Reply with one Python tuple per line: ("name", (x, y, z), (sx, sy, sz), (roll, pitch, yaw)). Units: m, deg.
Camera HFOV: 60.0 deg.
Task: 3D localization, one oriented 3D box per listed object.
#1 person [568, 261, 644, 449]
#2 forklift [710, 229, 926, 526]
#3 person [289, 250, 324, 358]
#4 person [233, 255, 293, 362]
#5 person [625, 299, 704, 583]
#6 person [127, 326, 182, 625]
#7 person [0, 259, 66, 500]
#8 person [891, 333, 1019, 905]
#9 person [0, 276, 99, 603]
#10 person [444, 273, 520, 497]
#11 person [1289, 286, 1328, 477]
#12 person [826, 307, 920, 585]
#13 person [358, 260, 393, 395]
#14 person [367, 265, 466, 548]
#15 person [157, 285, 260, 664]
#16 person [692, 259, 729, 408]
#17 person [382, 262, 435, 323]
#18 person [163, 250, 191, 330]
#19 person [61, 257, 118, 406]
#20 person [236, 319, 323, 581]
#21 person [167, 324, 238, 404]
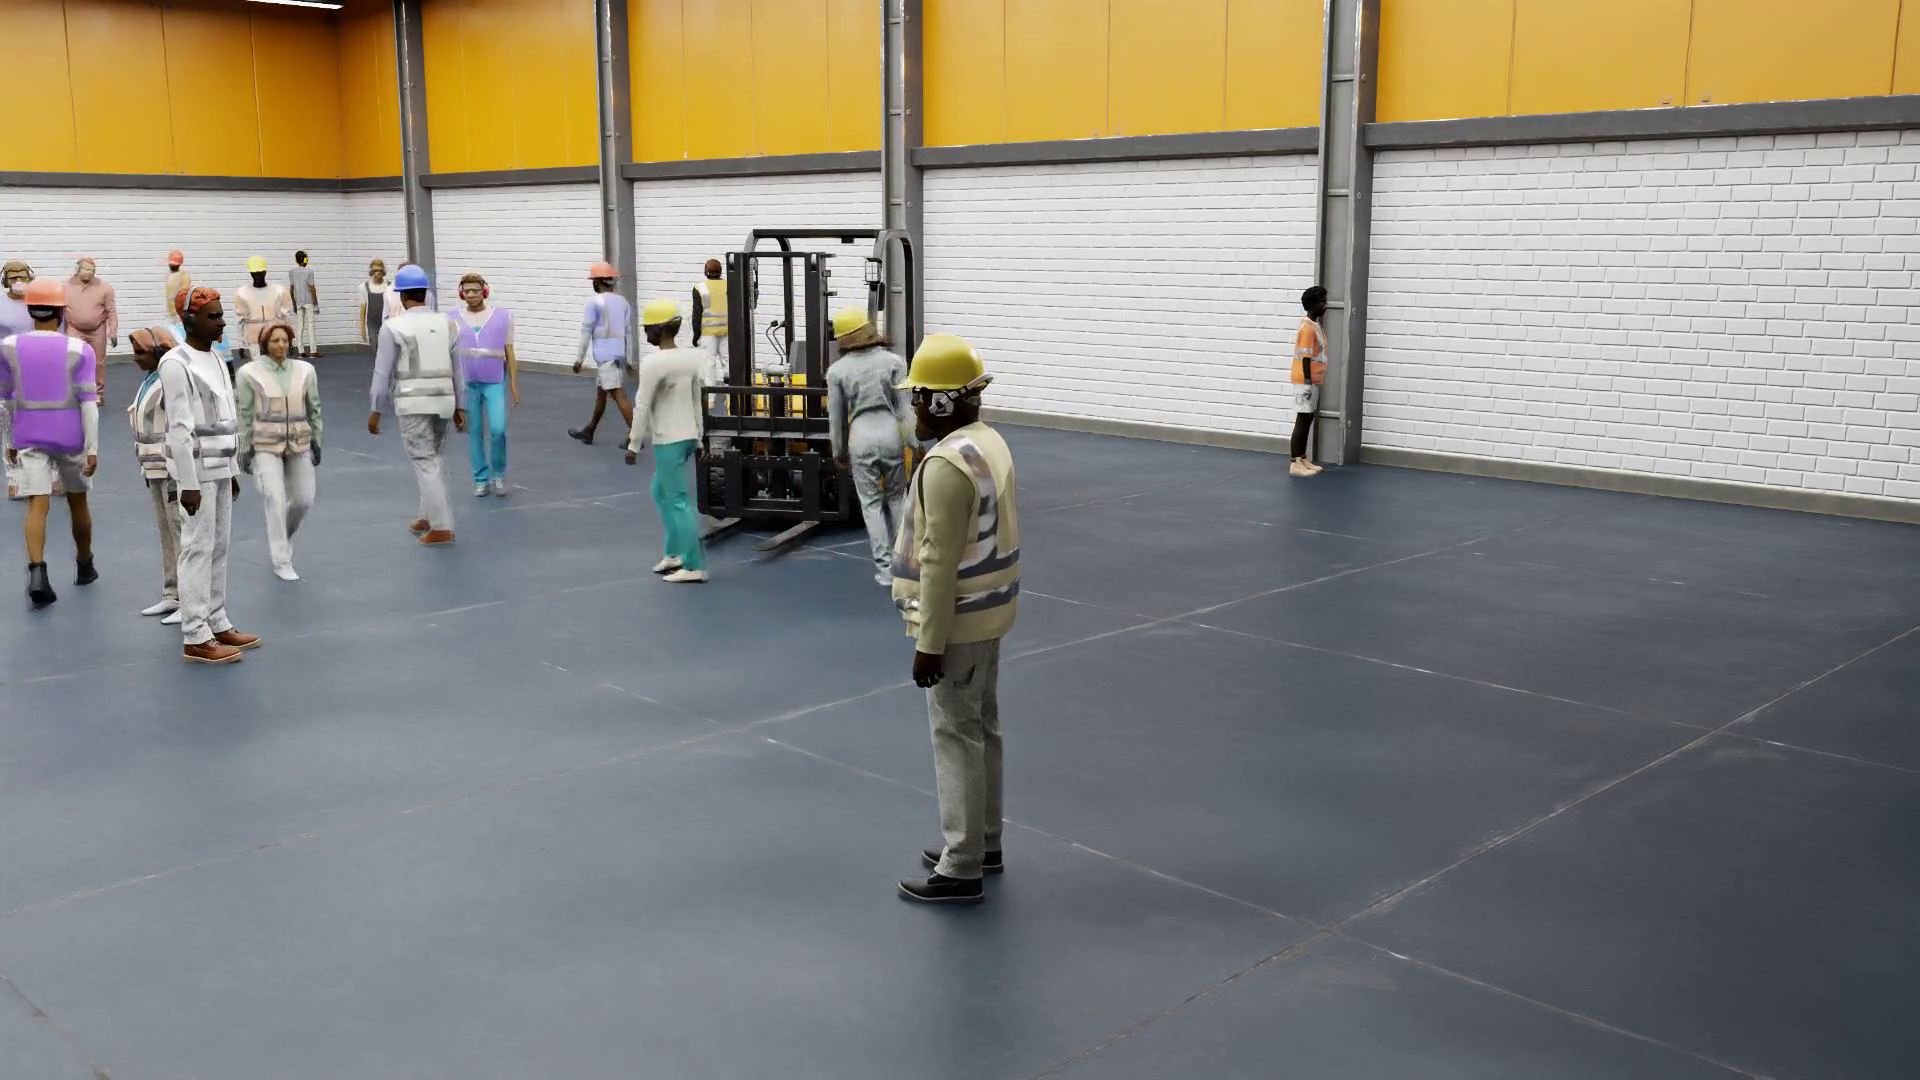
("person", (-3.568, -1.848, 16.703), (1.040, 1.874, 0.549), (5, 12, 26))
("forklift", (-1.050, -1.319, 12.920), (1.214, 2.155, 2.313), (2, 11, 13))
("person", (-11.421, -4.110, 29.020), (0.512, 1.874, 0.328), (2, 11, 12))
("person", (-7.954, -2.294, 19.006), (0.605, 1.908, 0.424), (-4, 11, -23))
("person", (-1.828, -0.600, 10.236), (0.604, 1.745, 0.529), (4, 11, 19))
("person", (-4.383, -0.358, 9.196), (0.309, 1.638, 0.513), (-9, 14, -41))
("person", (-7.572, -1.297, 13.496), (0.635, 1.937, 0.353), (-9, 14, -40))
("person", (-0.018, 0.253, 5.369), (0.403, 1.825, 0.592), (3, 11, 14))
("person", (-5.364, -0.602, 9.819), (0.543, 1.904, 0.960), (-4, 11, -20))
("person", (-3.896, -1.242, 13.498), (0.596, 1.823, 0.571), (-2, 11, -11))
("person", (3.102, -1.408, 14.783), (0.321, 1.689, 0.530), (3, 11, 17))
("person", (-0.530, -0.573, 10.182), (0.554, 1.694, 0.399), (-2, 11, -11))
("person", (-7.614, -2.778, 21.933), (0.540, 1.796, 0.943), (-4, 11, -22))
("person", (-3.775, -0.916, 11.448), (0.788, 1.914, 0.626), (7, 12, 33))
("person", (-3.791, -0.329, 8.365), (0.337, 1.882, 0.584), (-1, 10, -4))
("person", (-3.035, -2.554, 20.615), (0.631, 1.842, 0.428), (-6, 12, -31))
("person", (-6.633, -2.448, 20.091), (0.636, 1.822, 0.698), (1, 10, 8))
("person", (-12.356, -3.615, 26.255), (0.596, 1.899, 0.430), (5, 11, 24))
("person", (-10.790, -2.559, 20.592), (0.665, 1.863, 0.836), (-5, 12, -25))
("person", (-4.282, -0.575, 10.441), (0.520, 1.626, 0.568), (-9, 14, -42))
("person", (-6.347, -1.255, 14.006), (0.819, 1.652, 0.557), (10, 14, 43))
